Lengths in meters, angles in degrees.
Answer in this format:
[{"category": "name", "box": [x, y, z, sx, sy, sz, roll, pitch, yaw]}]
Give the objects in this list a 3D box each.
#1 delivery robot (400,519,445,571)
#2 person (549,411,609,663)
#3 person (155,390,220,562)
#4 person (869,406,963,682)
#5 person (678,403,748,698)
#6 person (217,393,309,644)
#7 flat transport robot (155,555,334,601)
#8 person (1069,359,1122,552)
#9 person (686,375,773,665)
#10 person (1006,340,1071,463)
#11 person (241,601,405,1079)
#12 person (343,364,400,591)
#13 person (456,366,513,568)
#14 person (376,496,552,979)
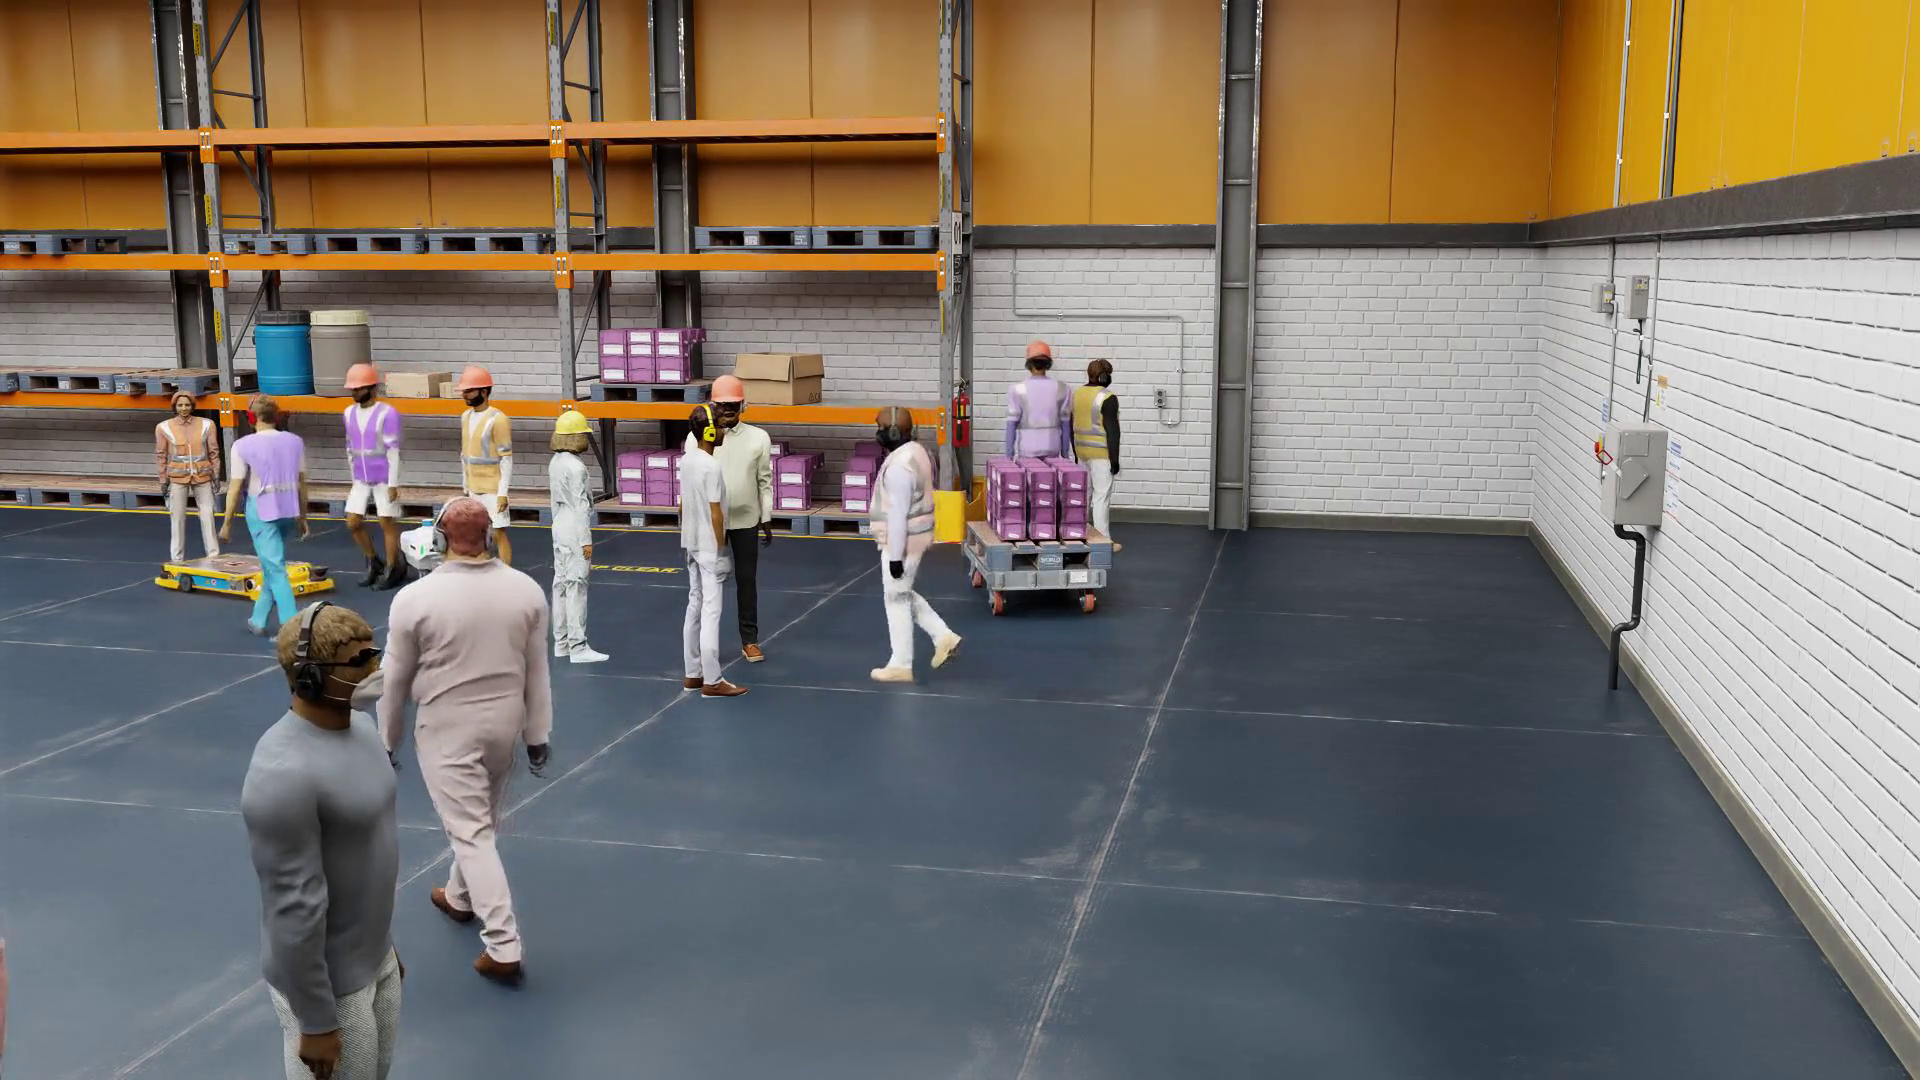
[{"category": "delivery robot", "box": [-4.550, 0.060, 14.263, 0.477, 0.478, 0.707, -6, 11, -31]}, {"category": "person", "box": [-2.665, -0.025, 11.533, 0.295, 1.744, 0.489, -7, 12, -35]}, {"category": "person", "box": [-6.869, -0.521, 14.826, 0.512, 1.631, 0.320, -6, 11, -31]}, {"category": "person", "box": [-0.328, 0.033, 10.909, 0.544, 1.834, 0.658, 2, 10, 10]}, {"category": "person", "box": [-1.611, 0.065, 10.624, 0.335, 1.873, 0.521, -6, 11, -33]}, {"category": "person", "box": [-5.050, -0.148, 12.047, 0.655, 1.828, 0.615, 5, 11, 28]}, {"category": "flat transport robot", "box": [-6.019, 0.299, 13.967, 1.431, 0.197, 0.652, 5, 11, 29]}, {"category": "person", "box": [1.311, -0.803, 15.849, 0.429, 1.841, 0.633, -7, 12, -35]}, {"category": "person", "box": [-1.587, -0.138, 11.458, 0.608, 1.995, 0.377, -3, 10, -17]}, {"category": "person", "box": [0.734, -0.858, 15.611, 0.629, 2.034, 0.415, -1, 10, -6]}, {"category": "person", "box": [-1.575, 1.108, 4.250, 0.372, 1.940, 0.632, -1, 10, -5]}, {"category": "person", "box": [-4.913, -0.513, 13.923, 0.552, 1.920, 0.432, 3, 10, 16]}, {"category": "person", "box": [-3.822, -0.428, 13.343, 0.547, 1.938, 0.379, 7, 12, 37]}, {"category": "person", "box": [-1.967, 0.750, 6.616, 0.999, 1.857, 0.638, 9, 13, 43]}]
